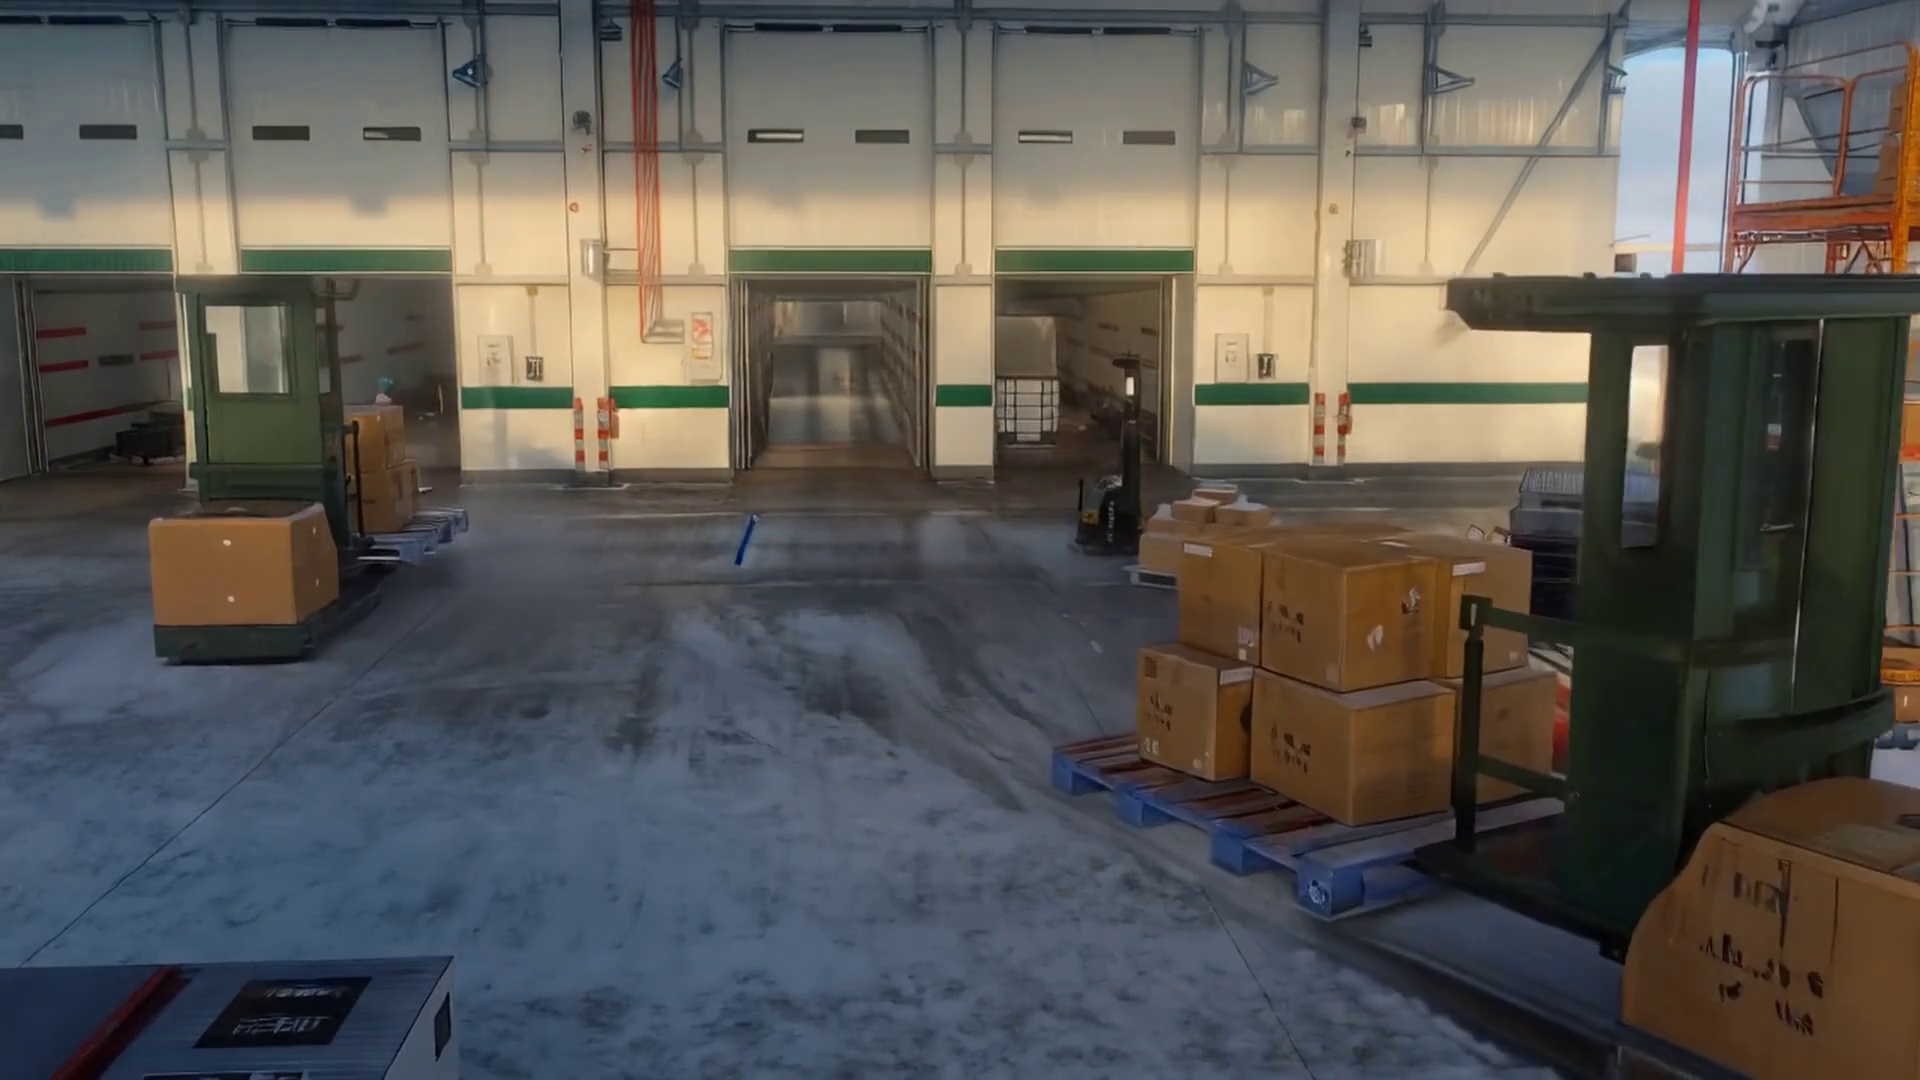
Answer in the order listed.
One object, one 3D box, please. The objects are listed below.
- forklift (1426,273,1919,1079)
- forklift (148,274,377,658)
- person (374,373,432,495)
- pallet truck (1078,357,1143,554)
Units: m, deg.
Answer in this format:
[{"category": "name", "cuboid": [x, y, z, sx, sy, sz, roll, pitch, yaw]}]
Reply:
[{"category": "forklift", "cuboid": [2.724, 0.505, 5.578, 1.129, 2.768, 1.873, -5, 11, -30]}, {"category": "forklift", "cuboid": [-5.348, -0.627, 12.681, 1.129, 2.768, 1.873, -1, 9, -4]}, {"category": "person", "cuboid": [-7.109, -1.288, 20.858, 0.856, 1.597, 0.524, -2, 9, -15]}, {"category": "pallet truck", "cuboid": [2.088, -0.836, 16.757, 1.885, 1.965, 0.823, 2, 9, 13]}]
